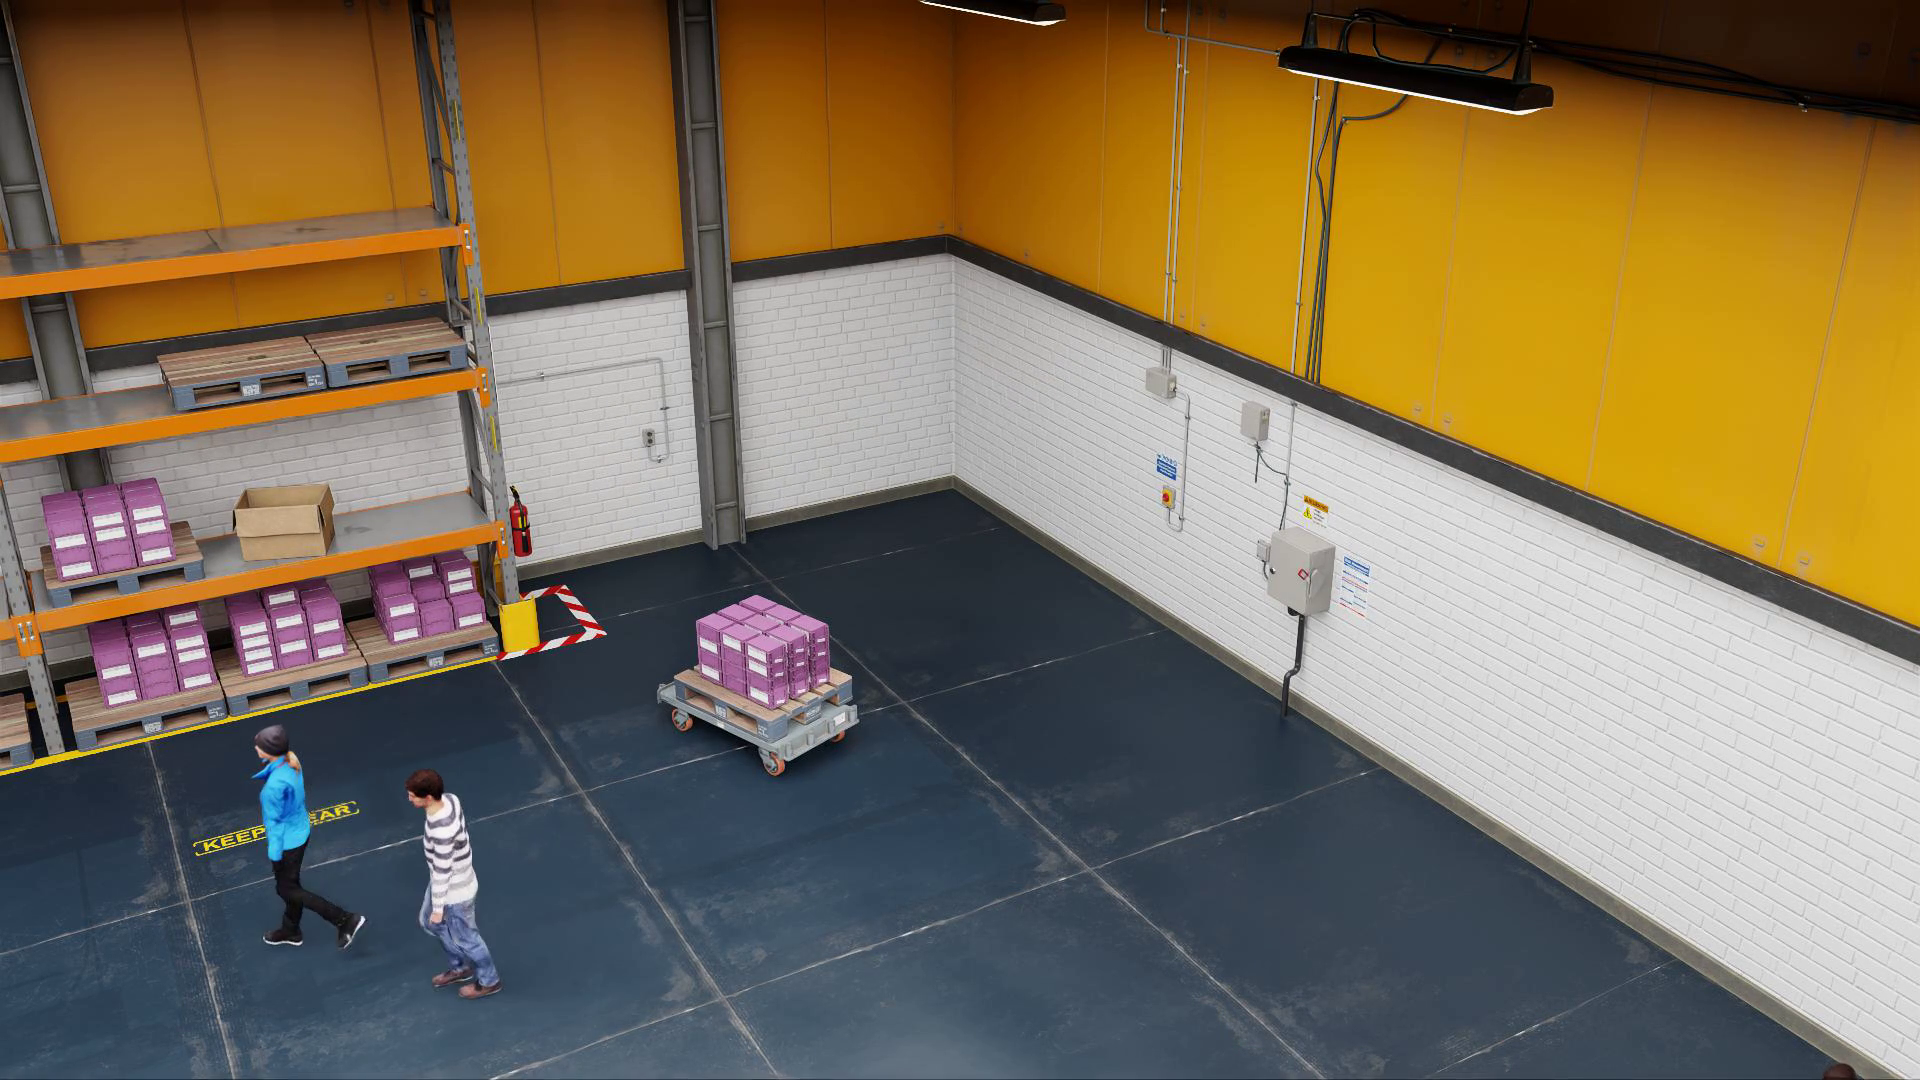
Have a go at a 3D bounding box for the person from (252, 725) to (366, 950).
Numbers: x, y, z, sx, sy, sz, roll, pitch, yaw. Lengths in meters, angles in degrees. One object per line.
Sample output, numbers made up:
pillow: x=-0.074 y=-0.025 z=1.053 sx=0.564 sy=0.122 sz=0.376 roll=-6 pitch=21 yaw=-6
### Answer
person: x=-4.530 y=2.079 z=11.414 sx=1.105 sy=1.779 sz=0.936 roll=0 pitch=24 yaw=0

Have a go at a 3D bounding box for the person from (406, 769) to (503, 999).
person: x=-3.226 y=2.267 z=10.929 sx=0.790 sy=1.823 sz=0.765 roll=-5 pitch=24 yaw=-11
